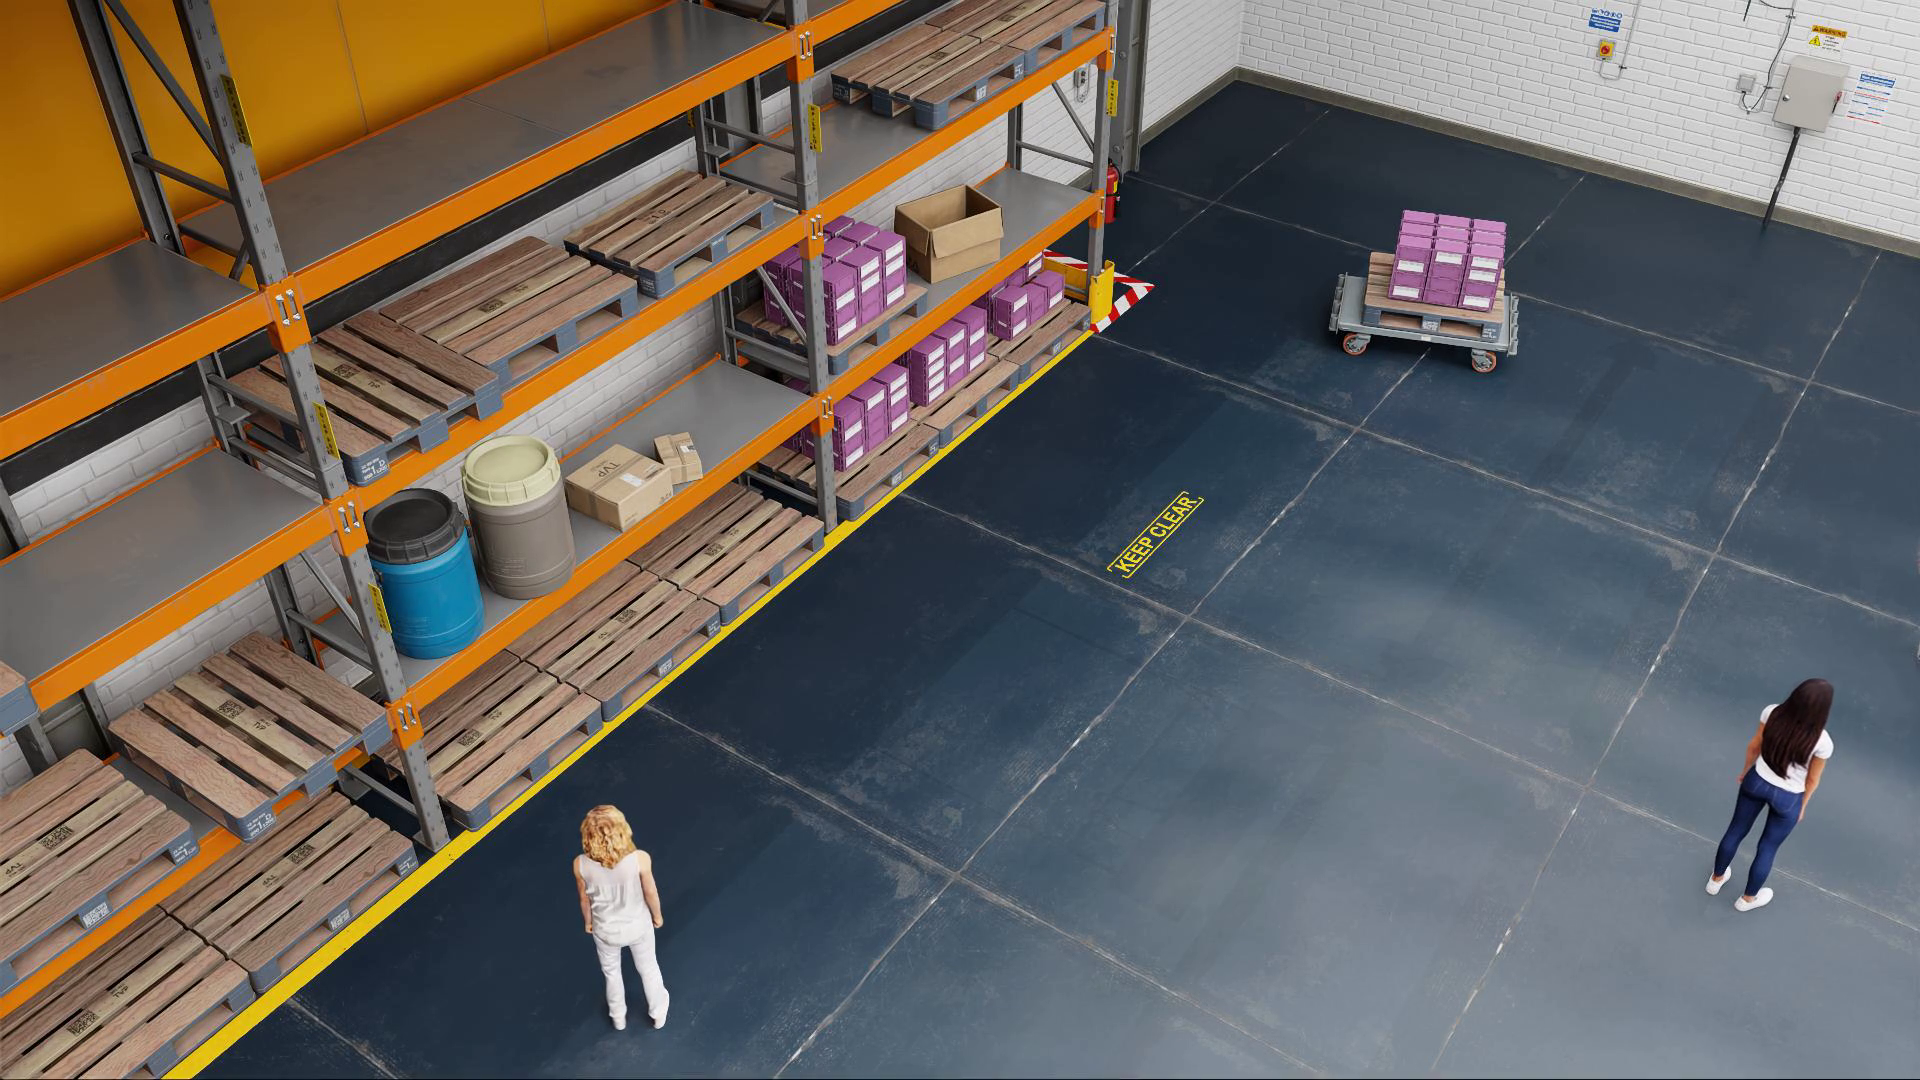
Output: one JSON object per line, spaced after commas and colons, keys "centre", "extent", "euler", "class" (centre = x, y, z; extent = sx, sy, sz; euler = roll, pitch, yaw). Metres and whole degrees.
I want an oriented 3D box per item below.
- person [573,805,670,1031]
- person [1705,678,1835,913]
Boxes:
{"centre": [-1.864, 2.092, 9.132], "extent": [0.681, 1.668, 0.729], "euler": [-3, 39, -4], "class": "person"}
{"centre": [4.785, 1.495, 9.795], "extent": [0.626, 1.775, 0.649], "euler": [-24, 44, -27], "class": "person"}
